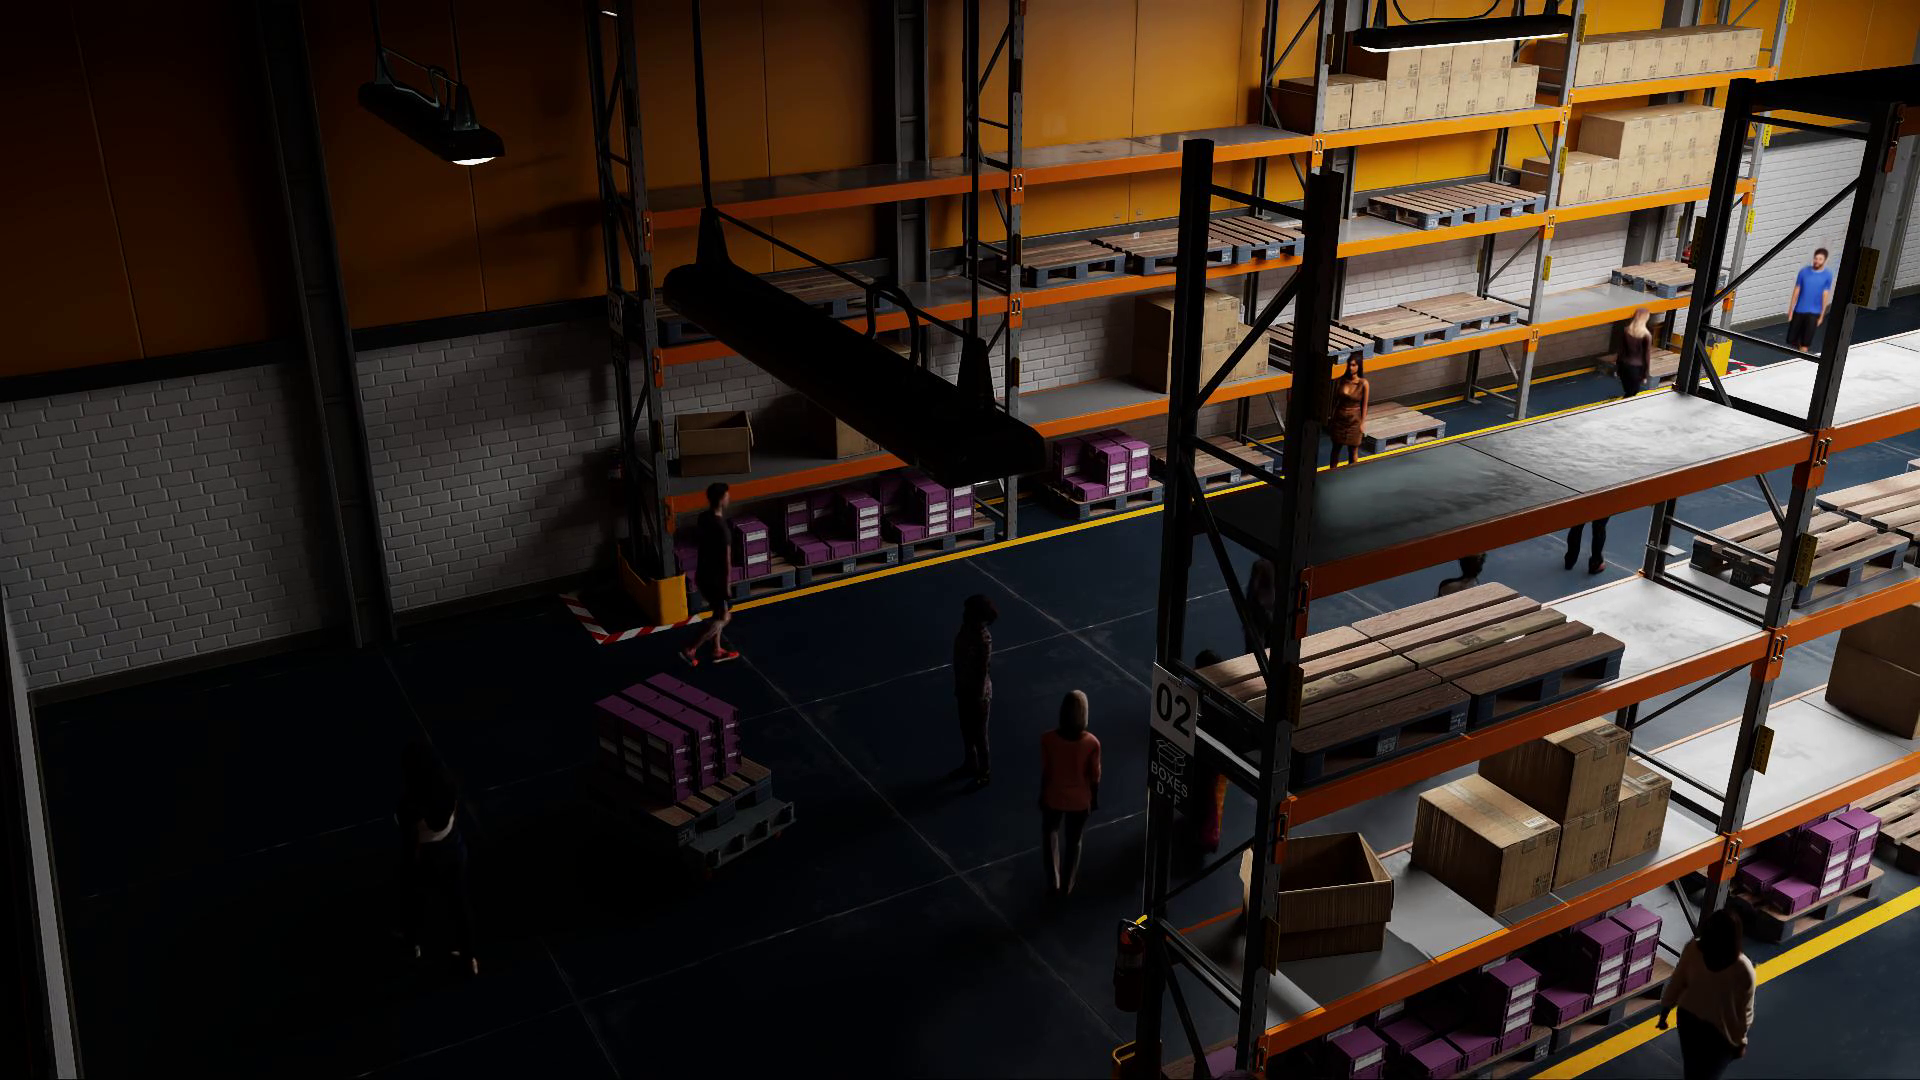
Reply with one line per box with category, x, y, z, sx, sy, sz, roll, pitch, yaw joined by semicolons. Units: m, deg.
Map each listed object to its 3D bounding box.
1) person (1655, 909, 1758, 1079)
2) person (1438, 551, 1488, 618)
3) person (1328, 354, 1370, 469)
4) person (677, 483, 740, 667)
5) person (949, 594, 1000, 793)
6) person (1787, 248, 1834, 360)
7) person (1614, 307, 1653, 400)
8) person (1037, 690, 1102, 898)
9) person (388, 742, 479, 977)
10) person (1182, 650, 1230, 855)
person;4.495;2.873;9.890;0.761;1.665;0.684;-16;28;-32
person;4.161;0.967;13.981;0.821;1.880;0.923;21;31;39
person;4.570;-1.382;19.593;0.647;1.690;0.676;11;26;23
person;-2.349;0.382;15.388;0.880;1.825;0.665;-17;29;-34
person;0.116;1.232;13.587;0.571;1.709;0.568;-12;26;-26
person;12.071;-3.247;23.652;0.856;1.856;1.041;16;28;32
person;8.560;-2.139;21.332;1.025;1.683;0.642;-15;28;-30
person;0.770;1.896;12.058;0.793;1.718;0.851;3;24;6
person;-3.503;2.196;11.283;0.896;1.789;0.981;19;30;37
person;1.922;1.551;12.946;1.139;1.639;1.248;8;25;18
